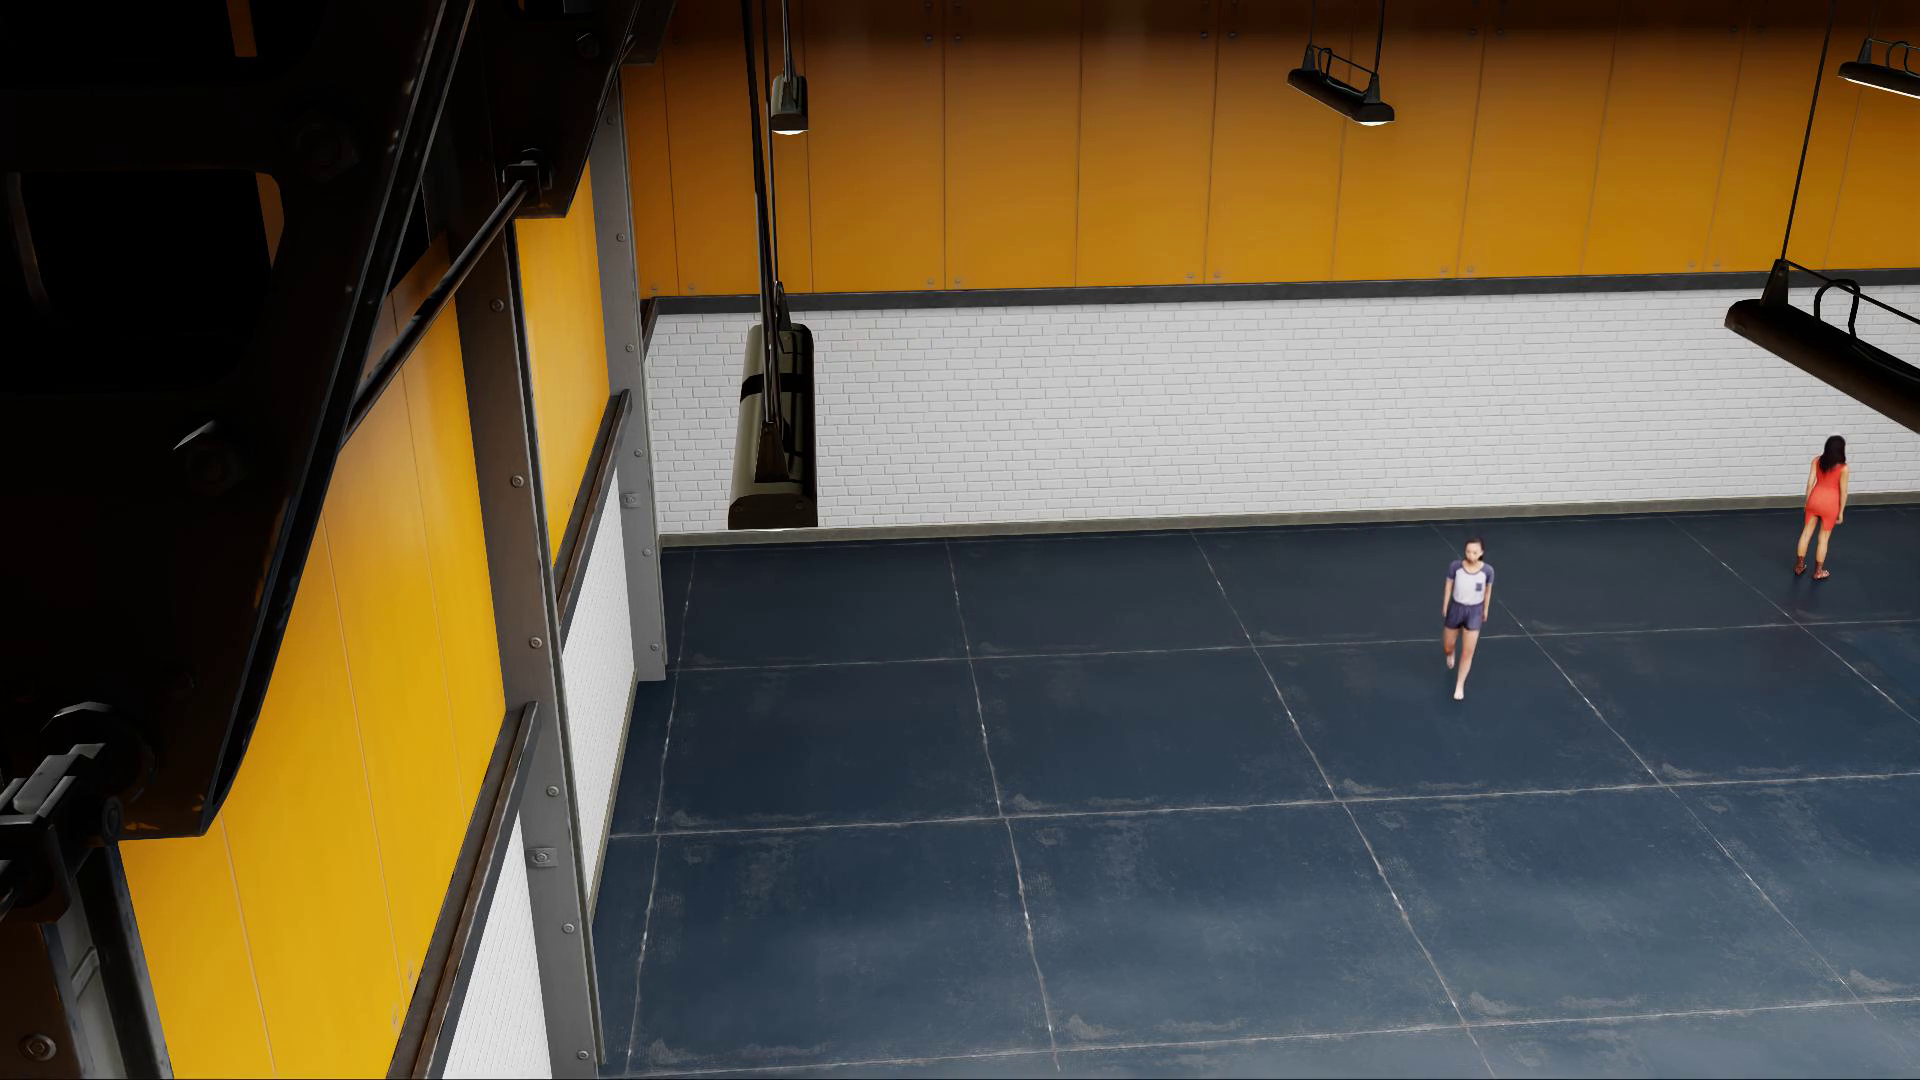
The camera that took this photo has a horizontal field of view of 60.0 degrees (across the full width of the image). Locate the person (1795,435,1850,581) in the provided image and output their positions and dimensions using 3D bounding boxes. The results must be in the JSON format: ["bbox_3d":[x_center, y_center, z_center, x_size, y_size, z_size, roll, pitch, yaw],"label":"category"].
[{"bbox_3d":[9.744,-0.379,18.776,0.731,1.714,0.647,-20,30,-38],"label":"person"}]

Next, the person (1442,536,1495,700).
[{"bbox_3d":[4.970,0.716,16.374,0.813,1.633,0.983,7,25,17],"label":"person"}]
